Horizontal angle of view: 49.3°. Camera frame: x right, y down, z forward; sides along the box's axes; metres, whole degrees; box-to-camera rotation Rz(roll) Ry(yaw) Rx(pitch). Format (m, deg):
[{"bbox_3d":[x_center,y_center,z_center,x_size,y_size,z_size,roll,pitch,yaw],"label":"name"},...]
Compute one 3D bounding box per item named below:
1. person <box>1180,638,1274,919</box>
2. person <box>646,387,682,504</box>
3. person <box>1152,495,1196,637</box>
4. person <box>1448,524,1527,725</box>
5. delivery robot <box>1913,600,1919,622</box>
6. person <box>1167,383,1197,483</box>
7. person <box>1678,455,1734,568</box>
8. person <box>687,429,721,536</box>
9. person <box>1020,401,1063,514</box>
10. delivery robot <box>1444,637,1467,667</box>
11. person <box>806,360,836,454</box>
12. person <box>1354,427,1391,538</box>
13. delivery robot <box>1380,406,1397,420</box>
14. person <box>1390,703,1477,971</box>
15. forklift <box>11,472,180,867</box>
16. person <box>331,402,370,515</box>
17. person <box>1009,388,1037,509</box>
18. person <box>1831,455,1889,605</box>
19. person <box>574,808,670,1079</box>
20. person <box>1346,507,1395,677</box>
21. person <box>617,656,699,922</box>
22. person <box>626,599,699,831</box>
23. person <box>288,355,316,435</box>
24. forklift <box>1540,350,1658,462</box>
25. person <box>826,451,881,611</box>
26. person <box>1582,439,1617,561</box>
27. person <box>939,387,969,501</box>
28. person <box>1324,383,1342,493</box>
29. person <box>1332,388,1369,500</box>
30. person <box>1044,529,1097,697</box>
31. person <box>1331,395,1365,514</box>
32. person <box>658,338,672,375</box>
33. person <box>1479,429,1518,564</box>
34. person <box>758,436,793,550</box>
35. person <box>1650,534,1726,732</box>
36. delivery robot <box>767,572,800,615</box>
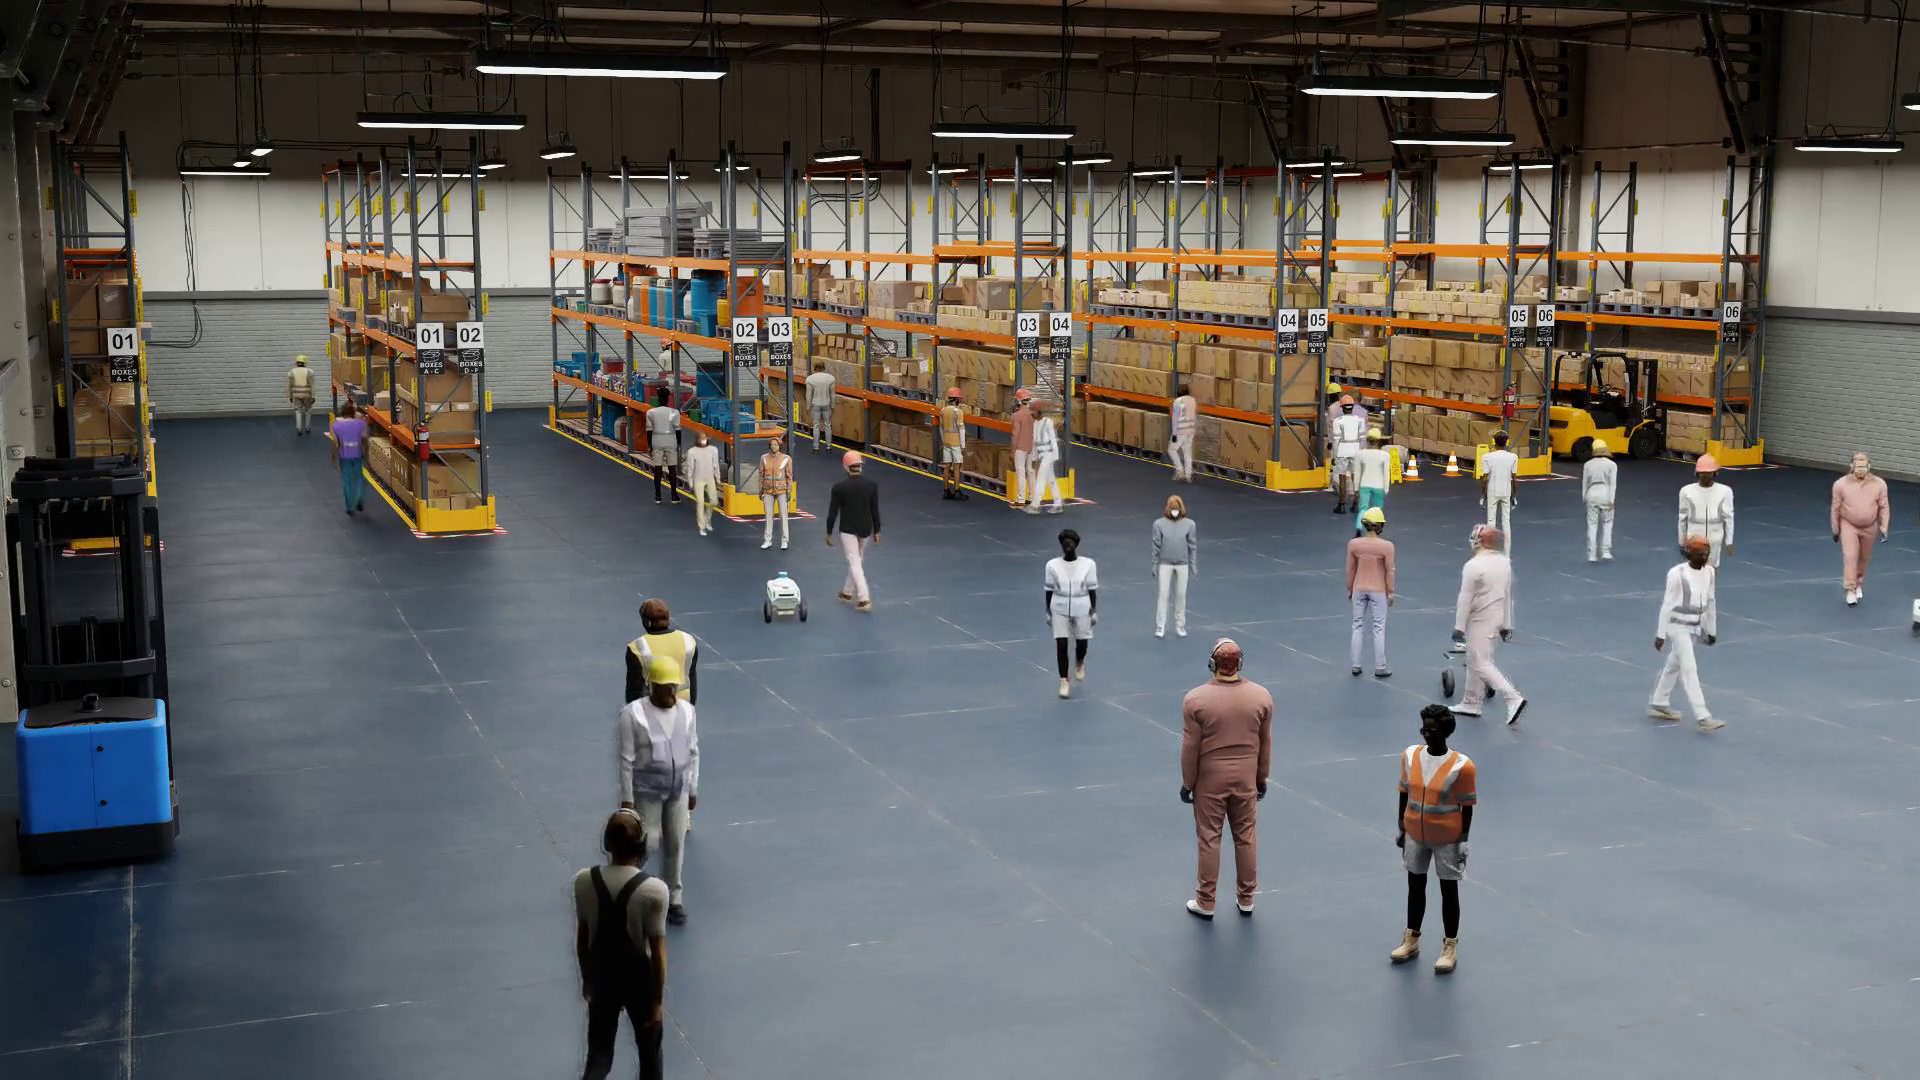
[{"bbox_3d":[1.792,1.608,14.216,0.641,1.913,0.407,-2,9,-12],"label":"person"},{"bbox_3d":[-4.996,-1.598,35.409,0.603,1.966,0.368,0,9,3],"label":"person"},{"bbox_3d":[2.439,0.293,23.908,0.507,1.631,0.269,0,9,0],"label":"person"},{"bbox_3d":[5.011,0.792,19.776,0.843,1.878,0.636,8,11,41],"label":"person"},{"bbox_3d":[11.134,0.833,23.717,0.477,0.478,0.707,-1,9,-7],"label":"delivery robot"},{"bbox_3d":[4.065,-1.965,38.325,0.653,1.824,0.479,-8,12,-44],"label":"person"},{"bbox_3d":[8.803,-0.010,24.742,0.612,1.985,1.048,2,9,14],"label":"person"},{"bbox_3d":[-3.869,-0.876,31.735,0.525,1.620,0.345,-4,10,-26],"label":"person"},{"bbox_3d":[1.304,-1.334,34.077,0.907,1.835,0.634,-3,9,-19],"label":"person"},{"bbox_3d":[5.091,1.097,21.091,0.335,0.223,0.698,0,8,1],"label":"delivery robot"},{"bbox_3d":[-2.871,-2.742,43.144,0.628,1.935,0.373,-2,9,-15],"label":"person"},{"bbox_3d":[6.016,-0.773,30.638,0.529,1.751,0.598,4,9,25],"label":"person"},{"bbox_3d":[10.001,-2.843,48.224,0.477,0.478,0.707,-4,9,-24],"label":"delivery robot"},{"bbox_3d":[2.991,1.863,13.227,0.530,1.697,0.321,7,11,40],"label":"person"},{"bbox_3d":[-6.630,0.886,15.957,1.129,2.768,1.873,-3,9,-21],"label":"forklift"},{"bbox_3d":[-9.929,-1.335,34.088,0.605,1.828,0.489,-4,9,-24],"label":"person"},{"bbox_3d":[1.051,-1.521,34.804,0.377,1.995,0.608,8,11,42],"label":"person"},{"bbox_3d":[11.218,-0.151,26.139,0.640,1.858,1.008,2,9,11],"label":"person"},{"bbox_3d":[-1.695,2.232,10.413,0.517,1.813,0.915,1,9,9],"label":"person"},{"bbox_3d":[4.280,0.539,21.832,0.526,1.765,0.329,5,10,32],"label":"person"},{"bbox_3d":[-2.045,1.662,14.167,0.615,1.817,0.550,-6,10,-35],"label":"person"},{"bbox_3d":[-2.314,1.359,16.127,0.619,1.840,0.430,-7,11,-38],"label":"person"},{"bbox_3d":[-14.729,-3.238,46.884,0.614,1.801,0.590,-1,9,-7],"label":"person"},{"bbox_3d":[12.897,-2.725,42.309,2.313,2.155,1.214,-3,9,-21],"label":"forklift"},{"bbox_3d":[-1.300,-0.125,25.687,0.631,1.943,1.049,-5,10,-28],"label":"person"},{"bbox_3d":[8.935,-0.558,29.328,0.500,1.701,0.552,5,10,32],"label":"person"},{"bbox_3d":[-0.100,-1.654,35.869,0.545,1.941,0.351,8,12,44],"label":"person"},{"bbox_3d":[6.610,-1.805,36.926,0.383,1.922,0.593,5,10,29],"label":"person"},{"bbox_3d":[6.700,-1.642,35.824,0.507,1.927,0.625,-6,10,-33],"label":"person"},{"bbox_3d":[1.105,0.707,20.975,0.540,1.677,0.521,1,9,6],"label":"person"},{"bbox_3d":[6.328,-1.404,34.239,0.543,1.928,0.374,-2,9,-12],"label":"person"},{"bbox_3d":[-7.081,-3.897,50.678,0.406,1.987,0.616,6,10,34],"label":"person"},{"bbox_3d":[7.478,-0.600,29.077,0.520,1.871,0.326,0,9,3],"label":"person"},{"bbox_3d":[-2.678,-0.689,30.420,0.514,1.645,0.308,2,9,12],"label":"person"},{"bbox_3d":[6.844,0.848,19.567,0.664,1.821,0.996,-5,10,-32],"label":"person"},{"bbox_3d":[-2.112,0.631,25.063,0.477,0.478,0.707,-2,9,-10],"label":"delivery robot"}]
